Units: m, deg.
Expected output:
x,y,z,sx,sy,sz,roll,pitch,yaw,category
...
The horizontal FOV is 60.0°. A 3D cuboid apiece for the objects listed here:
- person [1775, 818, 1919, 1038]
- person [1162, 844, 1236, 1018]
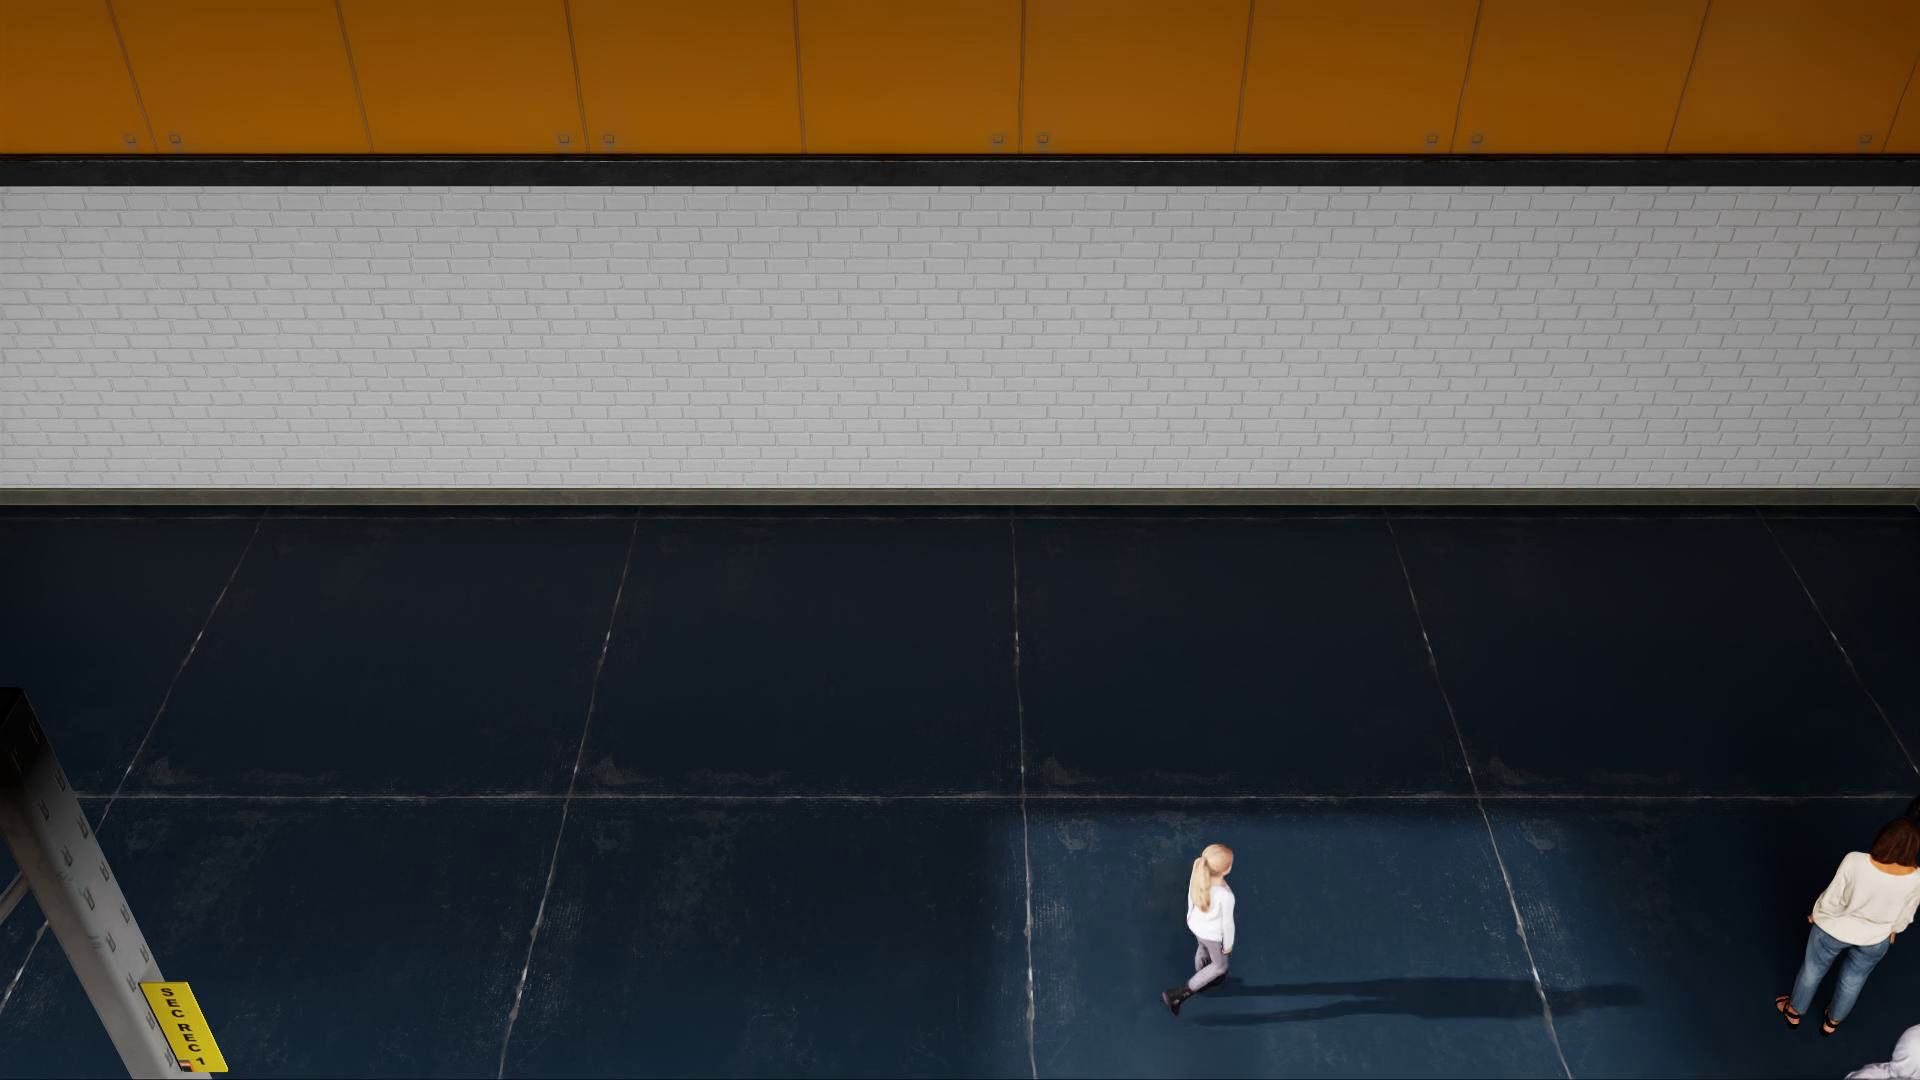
x,y,z,sx,sy,sz,roll,pitch,yaw,category
4.884,2.118,9.084,0.686,1.682,0.649,13,40,15,person
1.348,2.200,9.314,0.751,1.267,0.750,-20,43,-23,person
